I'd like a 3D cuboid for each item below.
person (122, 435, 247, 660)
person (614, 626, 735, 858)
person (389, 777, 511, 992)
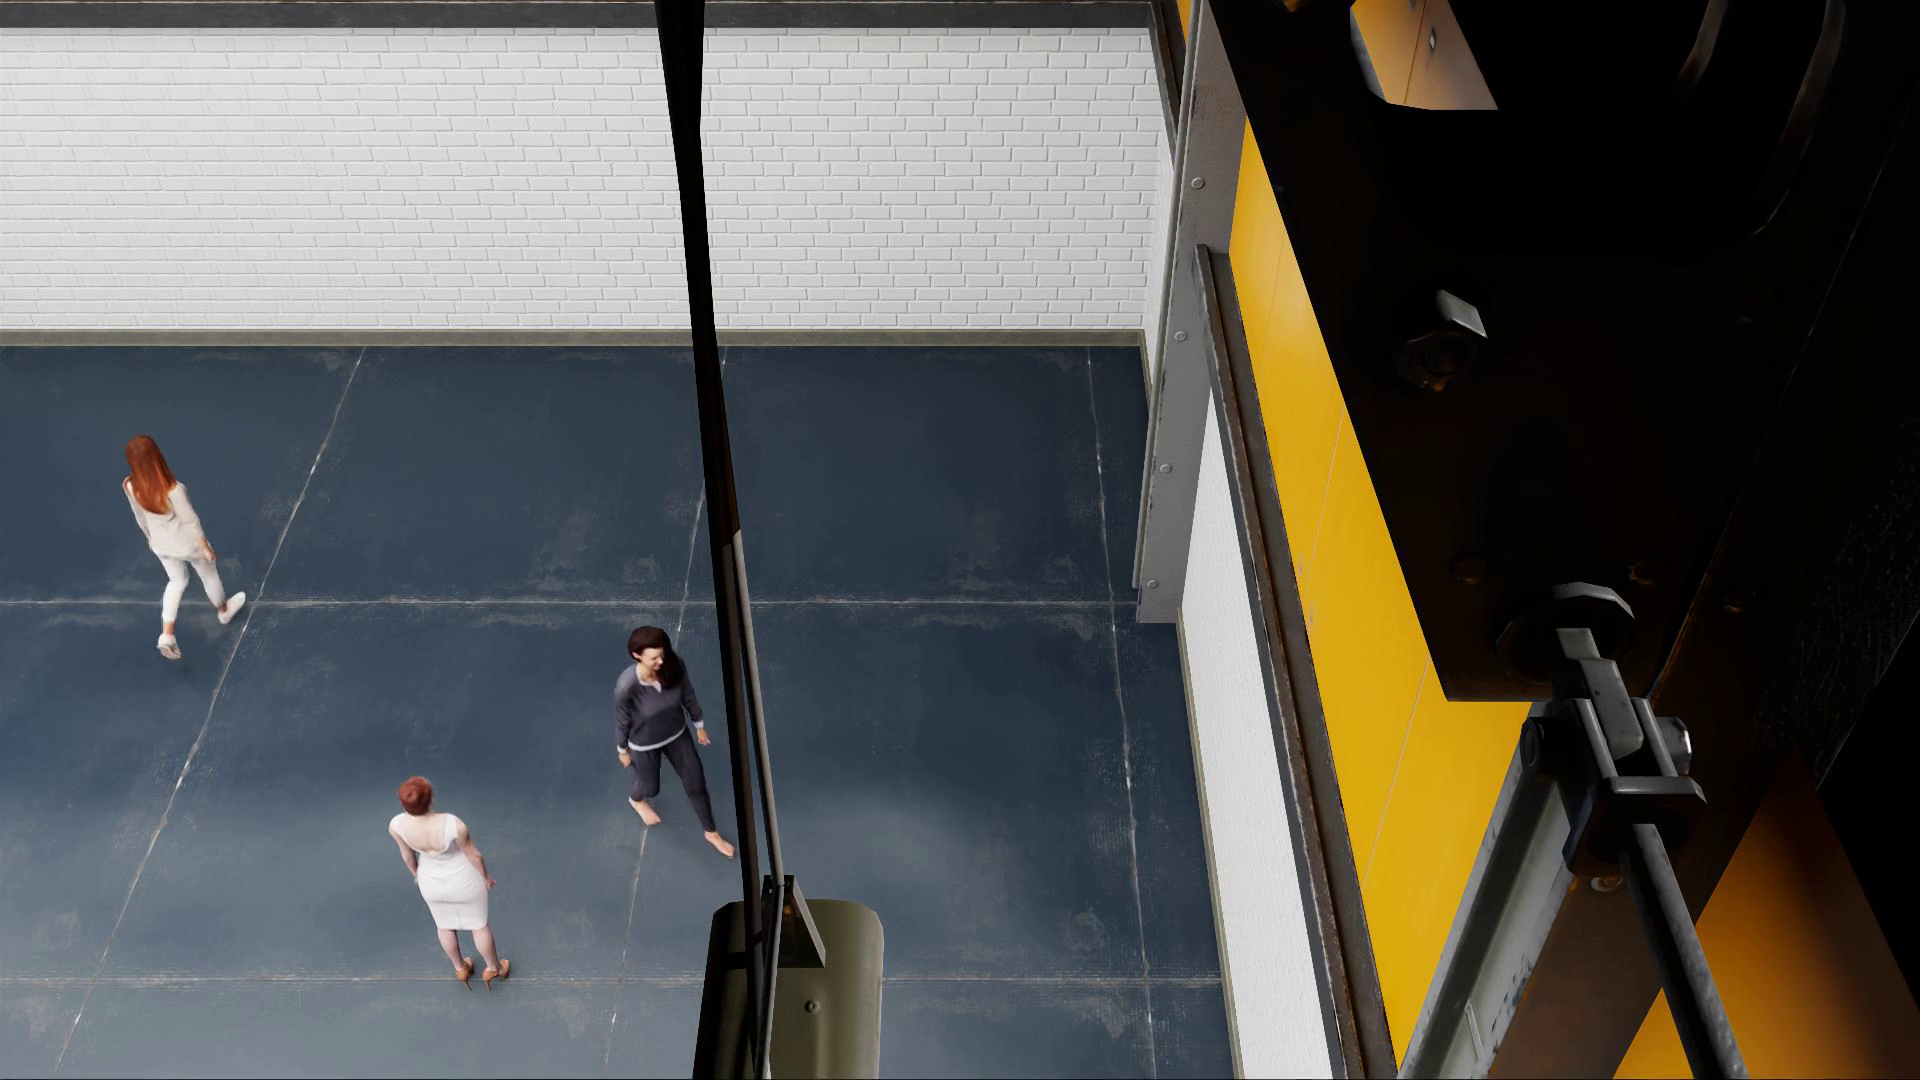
[{"bbox_3d":[-5.126,0.075,10.807,0.720,1.693,1.052,8,44,9],"label":"person"},{"bbox_3d":[-1.724,1.164,9.633,1.028,1.735,1.101,-33,53,-30],"label":"person"},{"bbox_3d":[-2.730,1.840,8.884,0.586,1.790,0.488,2,44,3],"label":"person"}]
